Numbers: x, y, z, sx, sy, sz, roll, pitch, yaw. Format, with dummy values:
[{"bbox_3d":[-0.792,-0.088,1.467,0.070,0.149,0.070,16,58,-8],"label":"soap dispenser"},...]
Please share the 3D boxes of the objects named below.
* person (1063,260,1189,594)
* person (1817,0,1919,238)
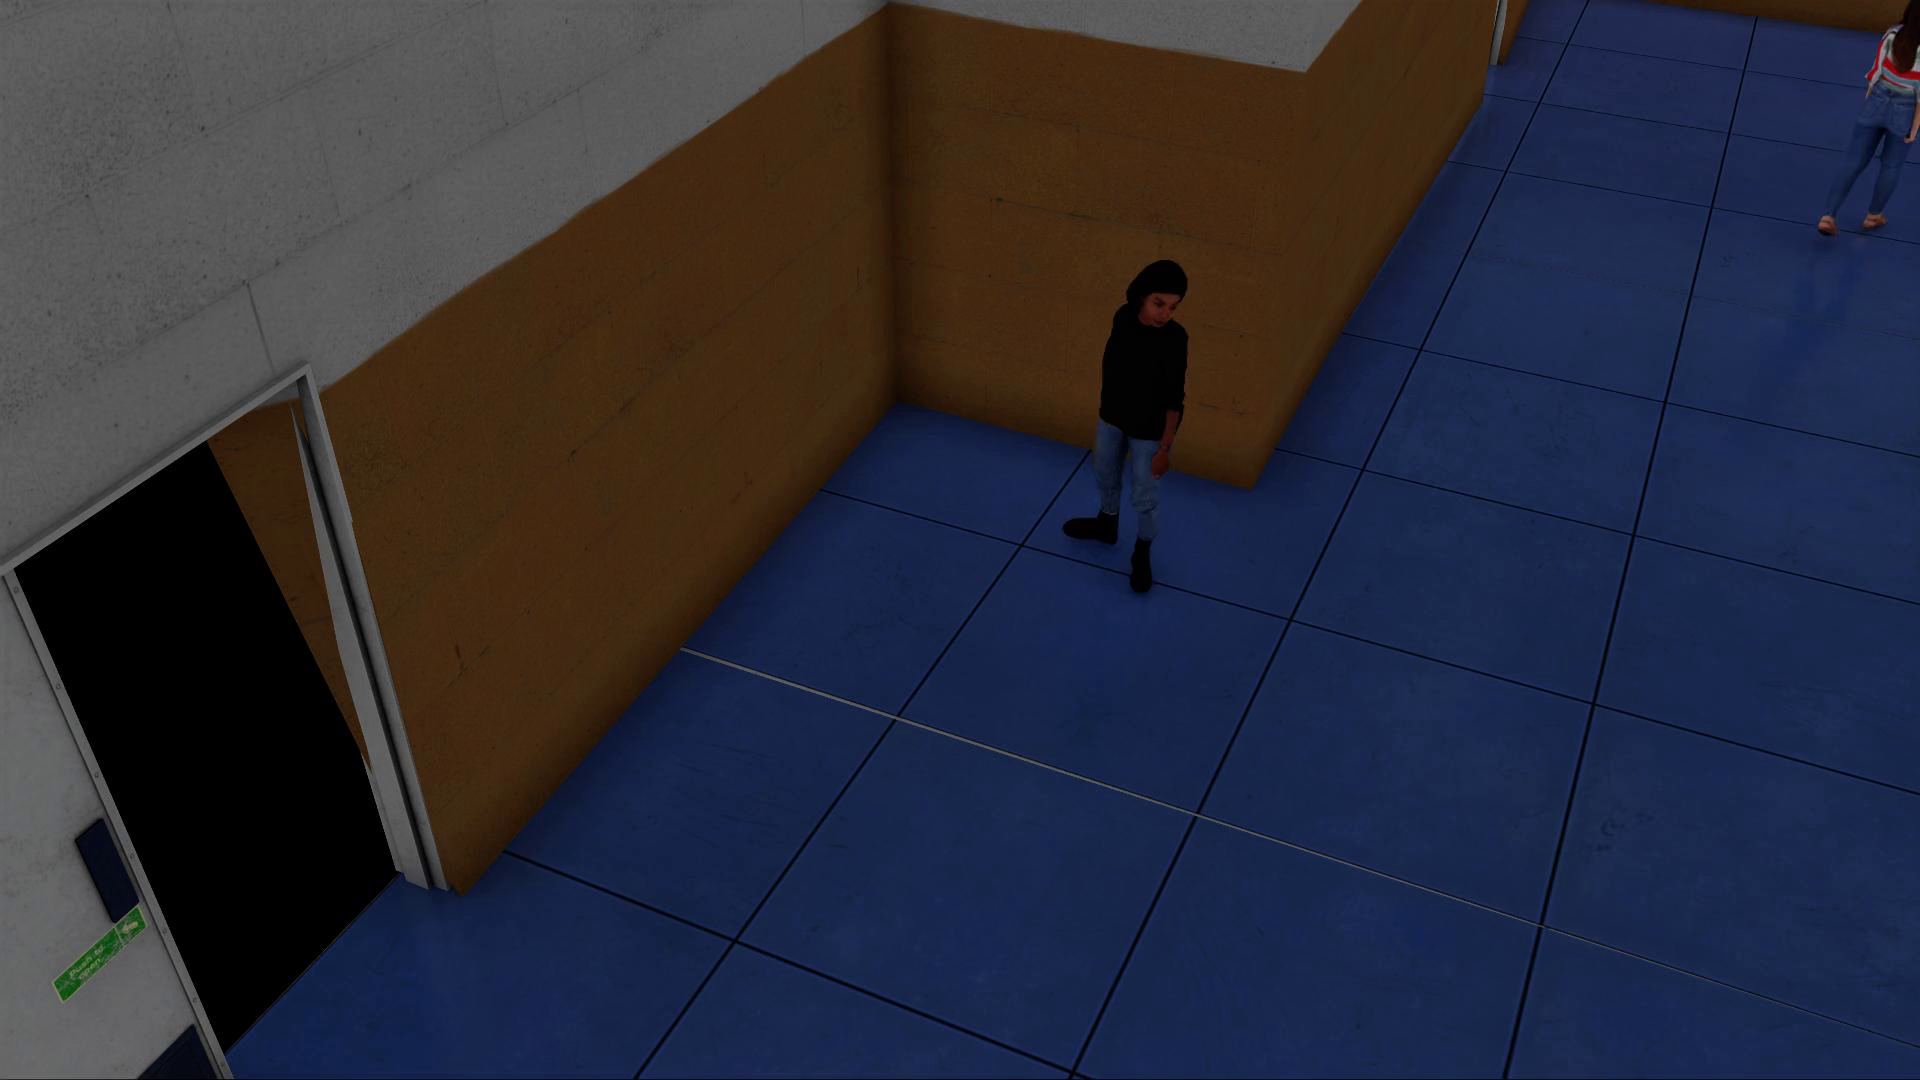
[{"bbox_3d":[0.777,-0.524,7.368,0.923,1.665,0.684,-24,43,-29],"label":"person"},{"bbox_3d":[5.641,-2.582,10.175,0.895,1.588,0.997,-28,45,-32],"label":"person"}]
